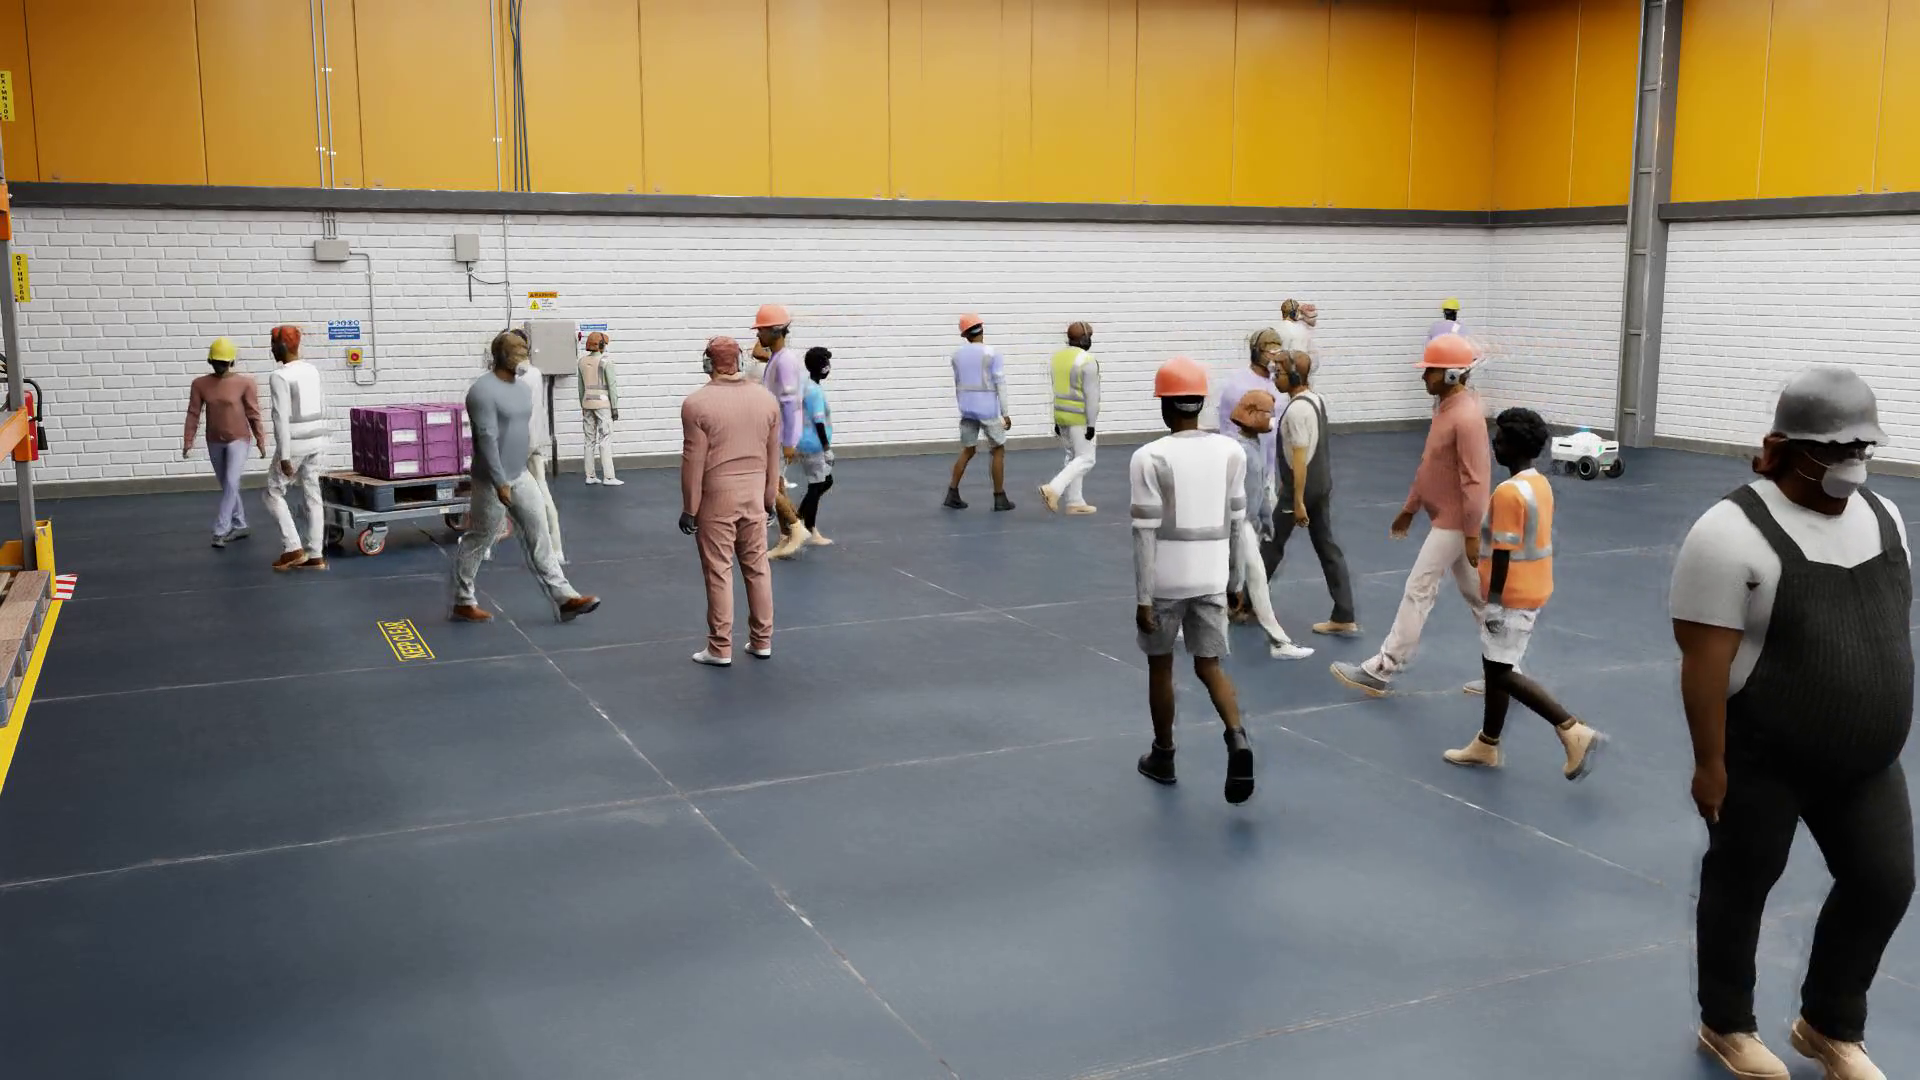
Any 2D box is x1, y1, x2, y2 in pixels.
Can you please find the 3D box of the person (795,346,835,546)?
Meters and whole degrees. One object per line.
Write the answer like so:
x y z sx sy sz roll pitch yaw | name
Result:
-1.182 -0.754 13.627 0.354 1.672 0.548 -1 9 -6 | person

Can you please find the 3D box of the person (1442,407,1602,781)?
2.518 0.248 7.366 0.651 1.673 0.538 6 11 32 | person

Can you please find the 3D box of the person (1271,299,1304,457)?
3.982 -1.958 20.247 0.372 1.940 0.627 -4 10 -25 | person

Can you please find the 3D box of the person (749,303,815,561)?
-1.438 -0.817 12.908 0.429 2.019 0.636 -2 9 -14 | person

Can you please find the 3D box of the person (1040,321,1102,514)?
1.015 -1.103 15.327 0.648 1.826 0.633 -6 11 -31 | person

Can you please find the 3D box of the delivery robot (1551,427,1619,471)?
6.891 -1.010 18.356 0.477 0.478 0.707 -5 10 -29 | delivery robot

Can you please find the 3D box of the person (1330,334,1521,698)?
2.537 -0.109 8.779 1.049 1.939 0.631 2 9 10 | person

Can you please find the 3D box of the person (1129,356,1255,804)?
0.996 0.175 7.096 0.555 1.913 0.786 -3 10 -18 | person

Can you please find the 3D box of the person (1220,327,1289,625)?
1.951 -0.409 10.728 0.610 1.910 0.620 6 11 33 | person

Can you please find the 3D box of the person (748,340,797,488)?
-2.075 -1.291 17.145 0.807 1.604 0.515 -5 11 -31 | person

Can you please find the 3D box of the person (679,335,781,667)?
-1.345 -0.226 9.612 0.650 1.904 0.401 -8 12 -40 | person

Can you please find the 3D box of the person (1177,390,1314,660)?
1.655 -0.101 9.836 0.890 1.579 0.508 5 10 26 | person

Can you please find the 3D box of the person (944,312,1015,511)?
0.179 -1.208 15.780 0.619 1.887 0.477 6 11 33 | person

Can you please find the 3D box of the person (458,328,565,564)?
-3.478 -0.720 12.923 0.919 1.827 0.525 4 10 24 | person

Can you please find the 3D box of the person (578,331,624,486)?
-3.830 -1.386 17.630 0.511 1.640 0.309 5 11 30 | person

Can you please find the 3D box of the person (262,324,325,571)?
-5.061 -0.691 12.596 0.485 1.868 0.589 3 10 17 | person

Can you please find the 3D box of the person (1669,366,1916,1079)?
2.300 0.530 4.496 0.717 2.000 0.621 -2 9 -12 | person

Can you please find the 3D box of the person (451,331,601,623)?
-2.853 -0.379 10.618 1.031 1.880 0.654 3 10 21 | person

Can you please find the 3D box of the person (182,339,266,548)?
-6.077 -0.793 13.688 0.612 1.706 0.808 0 9 0 | person

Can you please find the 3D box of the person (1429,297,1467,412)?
6.784 -2.397 23.049 0.464 1.910 0.622 -8 12 -39 | person

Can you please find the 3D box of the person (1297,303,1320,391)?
4.435 -2.138 21.599 0.462 1.865 0.677 3 10 17 | person

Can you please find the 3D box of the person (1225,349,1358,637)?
2.059 -0.299 10.396 1.009 1.779 0.529 6 11 34 | person
